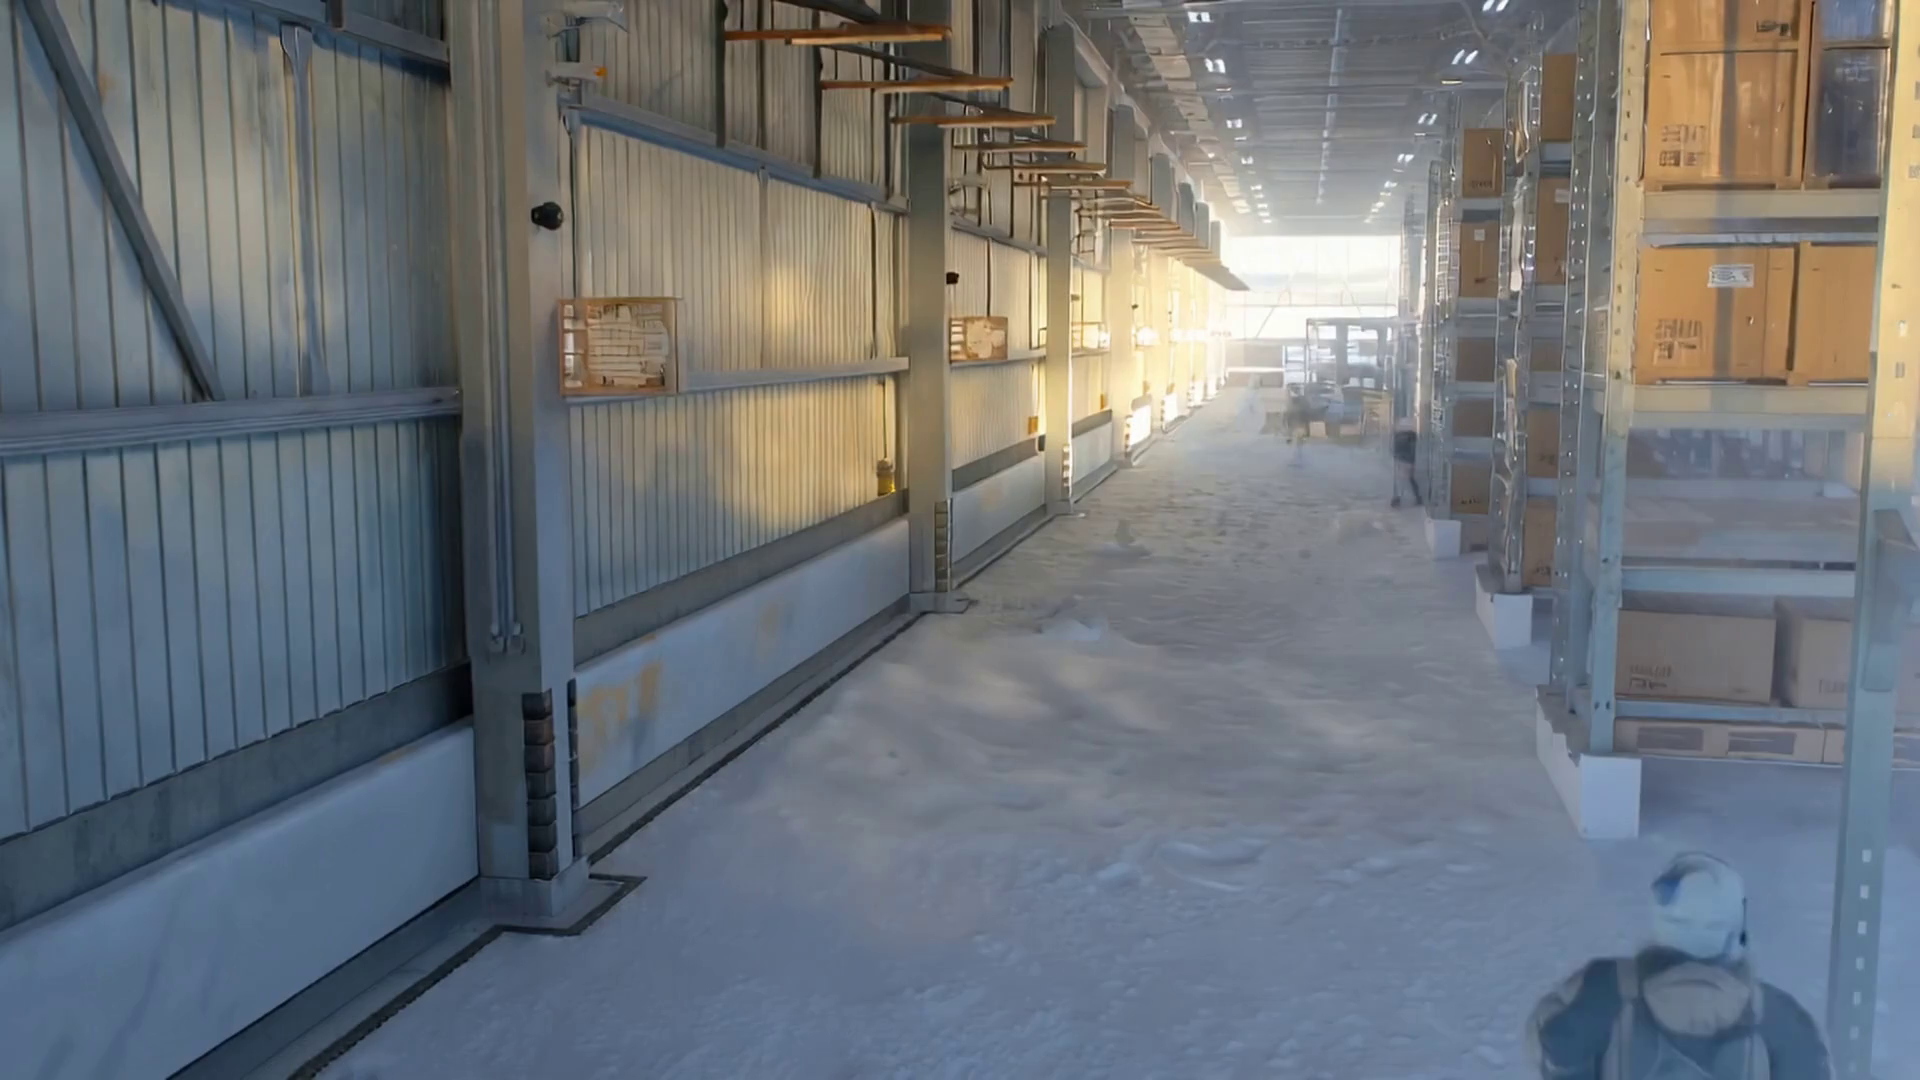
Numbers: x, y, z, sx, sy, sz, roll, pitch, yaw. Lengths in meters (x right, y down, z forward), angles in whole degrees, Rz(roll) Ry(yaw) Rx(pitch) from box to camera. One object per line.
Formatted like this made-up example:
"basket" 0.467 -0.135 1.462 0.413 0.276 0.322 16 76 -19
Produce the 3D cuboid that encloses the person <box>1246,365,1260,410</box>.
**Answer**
"person" 11.615 -6.035 65.906 0.580 1.825 0.732 2 7 12

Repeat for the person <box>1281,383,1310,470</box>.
"person" 7.552 -2.570 37.660 0.990 1.941 0.646 -5 9 -36

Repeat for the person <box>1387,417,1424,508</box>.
"person" 7.910 -1.360 29.375 0.521 1.617 0.733 -3 8 -19

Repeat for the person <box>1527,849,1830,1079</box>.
"person" 1.674 1.690 3.978 0.714 1.858 0.966 1 7 9
